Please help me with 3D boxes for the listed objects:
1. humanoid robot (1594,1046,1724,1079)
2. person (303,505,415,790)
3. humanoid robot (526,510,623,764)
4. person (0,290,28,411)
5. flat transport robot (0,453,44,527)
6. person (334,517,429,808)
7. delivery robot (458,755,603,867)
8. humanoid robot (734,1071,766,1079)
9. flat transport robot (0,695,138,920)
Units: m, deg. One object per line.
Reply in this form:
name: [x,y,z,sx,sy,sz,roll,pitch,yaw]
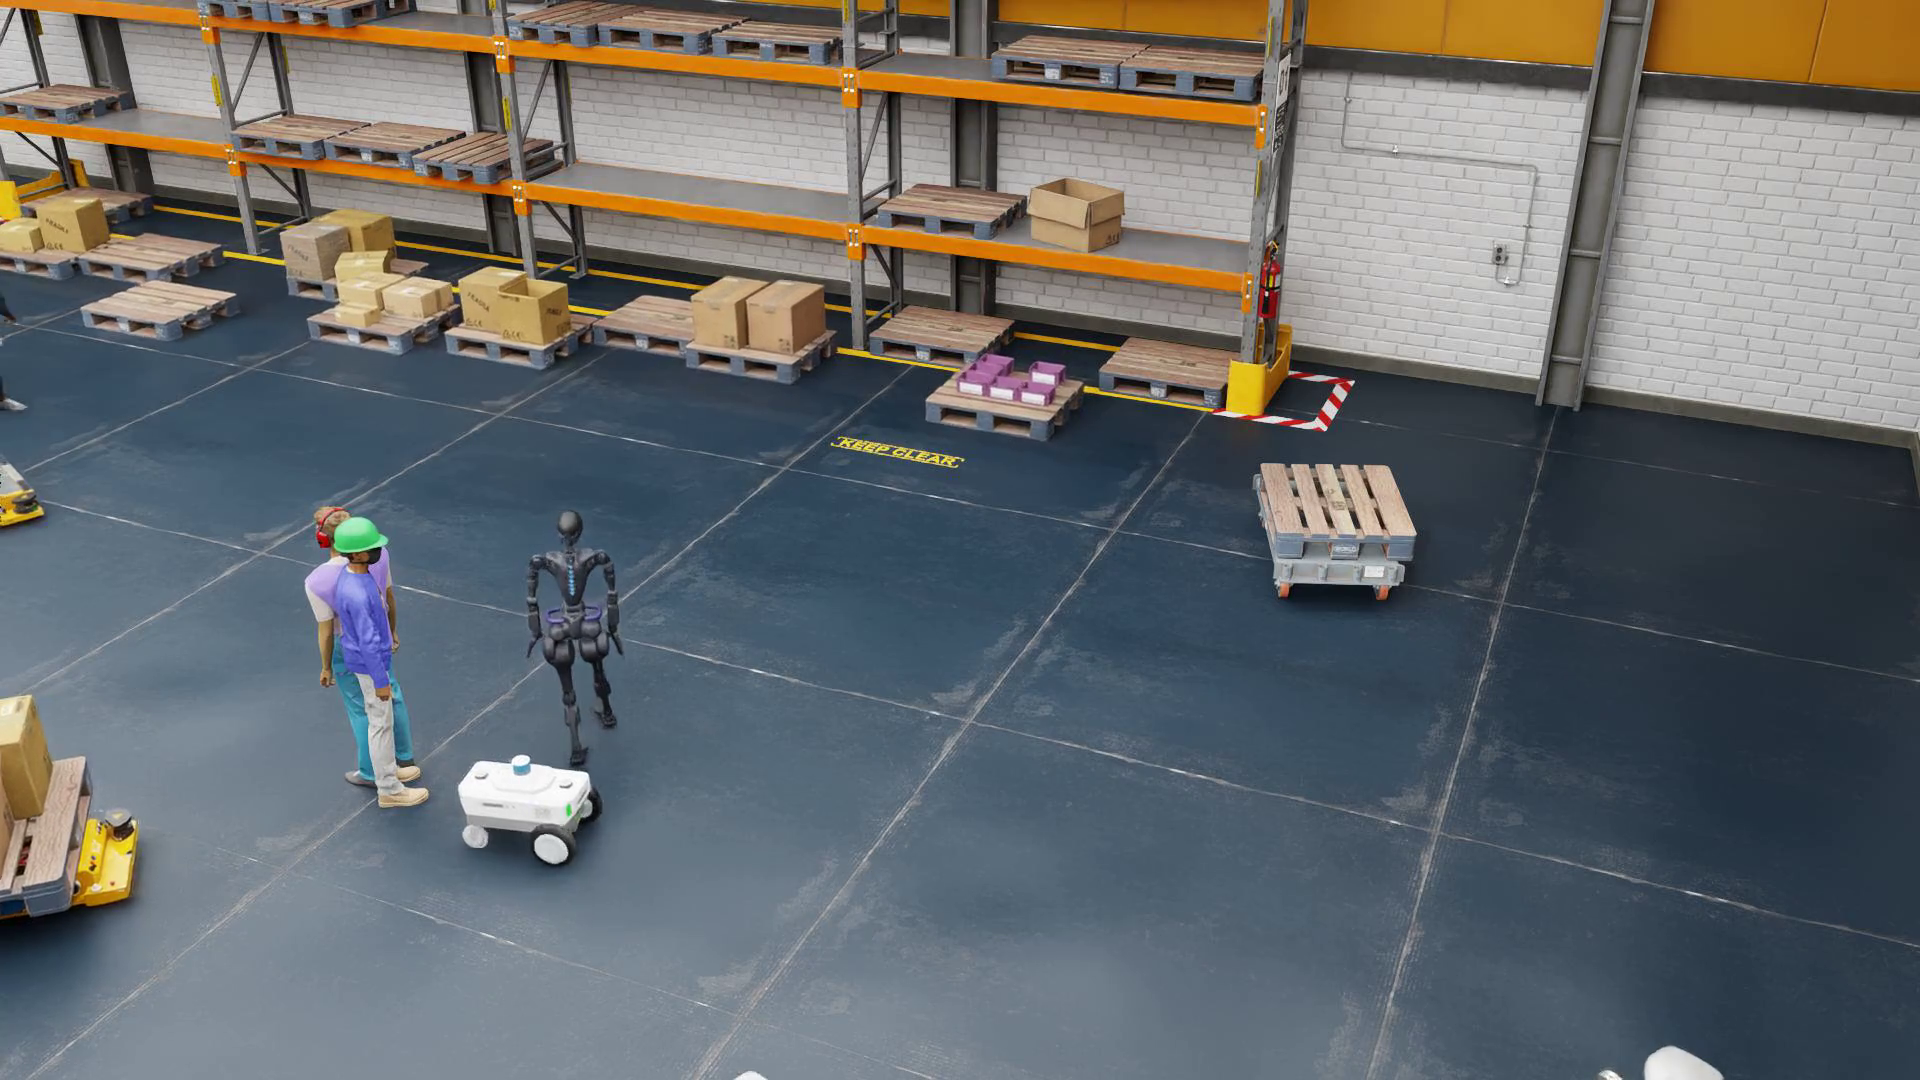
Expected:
humanoid robot: [2.703,2.567,6.432,0.535,1.793,1.065,24,36,39]
person: [-3.581,0.650,9.951,0.377,1.843,0.569,15,31,27]
humanoid robot: [-2.414,0.556,10.352,0.599,1.640,0.622,-7,28,-14]
person: [-8.903,-2.013,15.049,0.493,1.916,0.666,5,28,10]
flat transport robot: [-8.137,-0.411,13.729,0.659,0.231,1.431,-22,35,-36]
person: [-3.436,0.712,9.805,0.357,1.871,0.469,-12,30,-22]
delivery robot: [-2.506,1.521,9.656,0.773,0.582,0.499,5,28,9]
humanoid robot: [-0.885,2.814,5.980,0.542,1.895,0.773,22,34,36]
flat transport robot: [-5.400,1.889,9.269,1.431,0.231,0.659,-9,29,-17]
